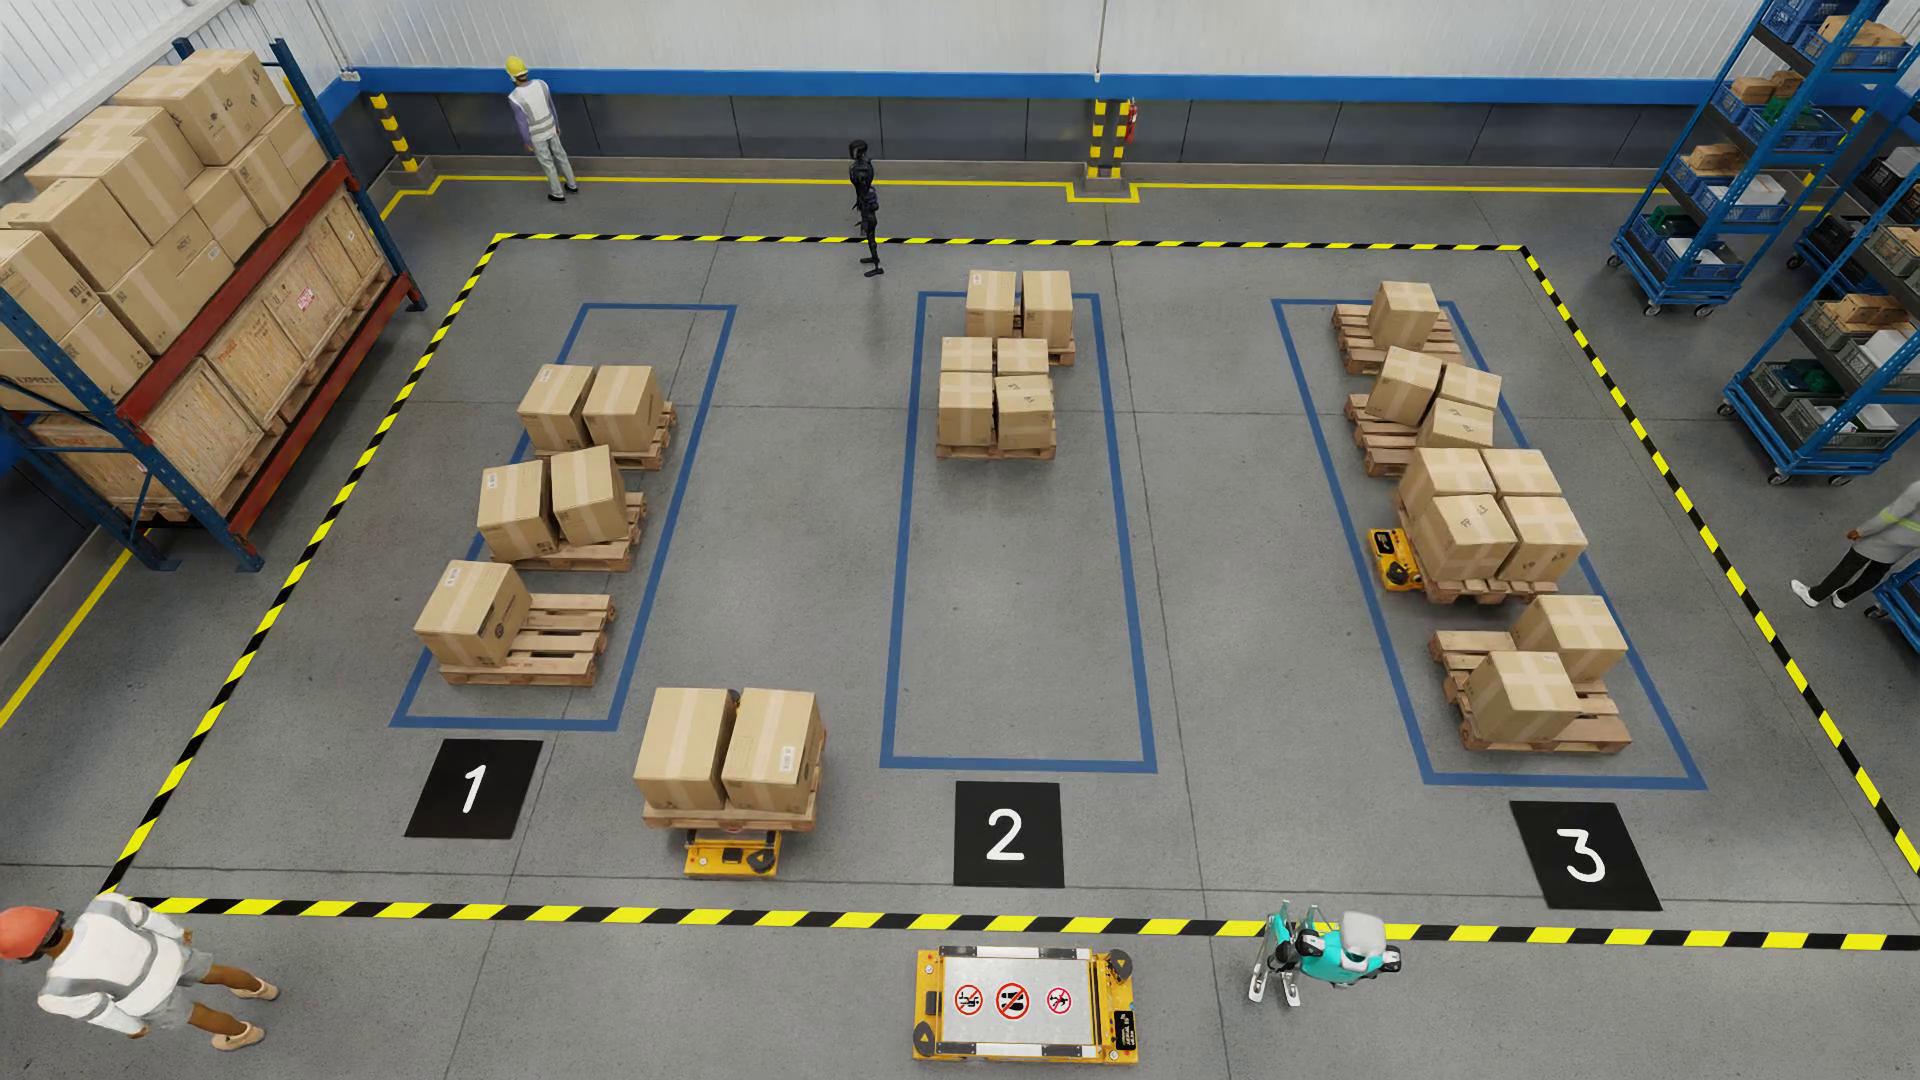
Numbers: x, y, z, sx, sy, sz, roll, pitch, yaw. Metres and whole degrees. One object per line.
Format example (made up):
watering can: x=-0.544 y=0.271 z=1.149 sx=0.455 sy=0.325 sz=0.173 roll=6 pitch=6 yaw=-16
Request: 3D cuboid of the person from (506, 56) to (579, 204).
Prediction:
person: x=-5.380 y=-5.226 z=11.736 sx=0.404 sy=1.833 sz=0.589 roll=25 pitch=55 yaw=19

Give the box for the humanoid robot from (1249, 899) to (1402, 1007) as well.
humanoid robot: x=2.125 y=2.380 z=5.512 sx=0.533 sy=1.677 sz=0.735 roll=8 pitch=51 yaw=7

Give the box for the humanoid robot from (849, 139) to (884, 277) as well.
humanoid robot: x=-1.111 y=-3.883 z=10.731 sx=0.315 sy=1.659 sz=0.599 roll=-8 pitch=51 yaw=-6

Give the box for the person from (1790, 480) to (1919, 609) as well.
person: x=7.690 y=-0.075 z=7.527 sx=0.587 sy=1.850 sz=0.388 roll=5 pitch=51 yaw=4

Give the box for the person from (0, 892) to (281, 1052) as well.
person: x=-4.700 y=2.522 z=5.287 sx=0.374 sy=2.040 sz=0.613 roll=-3 pitch=51 yaw=-2

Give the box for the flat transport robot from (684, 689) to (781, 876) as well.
flat transport robot: x=-1.639 y=1.812 z=6.990 sx=0.652 sy=0.197 sz=1.431 roll=1 pitch=51 yaw=1

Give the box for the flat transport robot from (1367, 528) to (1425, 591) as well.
flat transport robot: x=4.541 y=0.153 z=8.343 sx=1.431 sy=0.197 sz=0.652 roll=1 pitch=51 yaw=1

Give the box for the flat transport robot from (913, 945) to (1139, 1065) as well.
flat transport robot: x=0.422 y=3.041 z=6.007 sx=1.431 sy=0.231 sz=0.659 roll=1 pitch=51 yaw=1
